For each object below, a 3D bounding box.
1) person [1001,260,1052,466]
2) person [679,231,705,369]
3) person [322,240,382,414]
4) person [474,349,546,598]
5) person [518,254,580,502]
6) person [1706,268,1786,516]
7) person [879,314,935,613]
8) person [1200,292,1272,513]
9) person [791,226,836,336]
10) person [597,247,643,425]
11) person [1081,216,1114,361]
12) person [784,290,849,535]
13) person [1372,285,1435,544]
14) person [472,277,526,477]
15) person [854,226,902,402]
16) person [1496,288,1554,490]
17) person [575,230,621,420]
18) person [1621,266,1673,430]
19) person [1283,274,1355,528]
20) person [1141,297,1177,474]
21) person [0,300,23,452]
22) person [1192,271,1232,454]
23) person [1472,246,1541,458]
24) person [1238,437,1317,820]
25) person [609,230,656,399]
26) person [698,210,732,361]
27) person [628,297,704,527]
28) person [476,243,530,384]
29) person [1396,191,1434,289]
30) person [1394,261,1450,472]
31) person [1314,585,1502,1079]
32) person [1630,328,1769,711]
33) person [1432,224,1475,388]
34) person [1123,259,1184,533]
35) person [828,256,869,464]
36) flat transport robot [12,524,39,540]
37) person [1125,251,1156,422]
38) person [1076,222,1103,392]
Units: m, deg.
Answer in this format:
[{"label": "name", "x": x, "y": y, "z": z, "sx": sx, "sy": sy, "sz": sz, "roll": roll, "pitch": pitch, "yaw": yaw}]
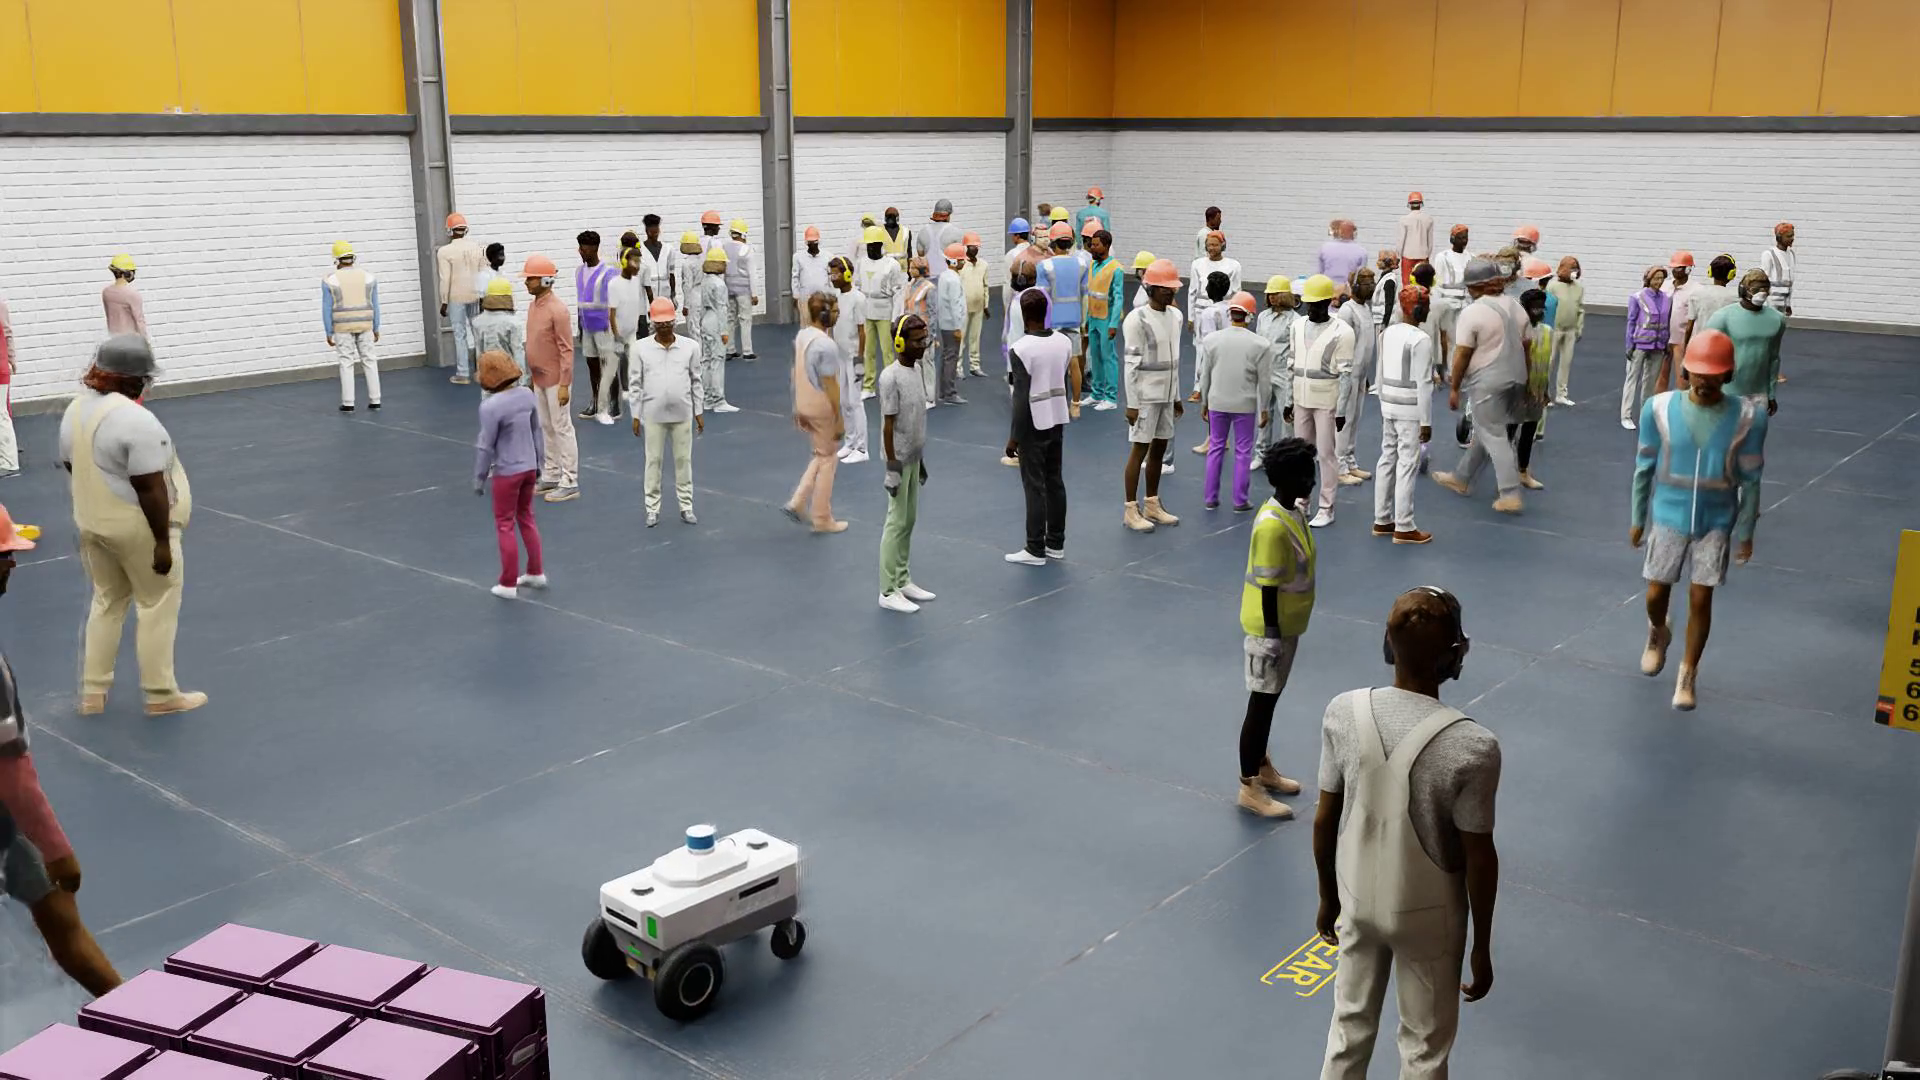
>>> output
[{"label": "person", "x": 0.584, "y": -1.581, "z": 14.917, "sx": 0.429, "sy": 1.837, "sz": 0.629, "roll": 7, "pitch": 16, "yaw": 27}, {"label": "person", "x": -3.275, "y": -2.900, "z": 20.365, "sx": 0.294, "sy": 1.744, "sz": 0.492, "roll": 4, "pitch": 15, "yaw": 15}, {"label": "person", "x": -6.445, "y": -2.254, "z": 17.629, "sx": 0.588, "sy": 1.827, "sz": 0.403, "roll": -10, "pitch": 17, "yaw": -35}, {"label": "person", "x": -2.905, "y": -0.427, "z": 10.723, "sx": 0.340, "sy": 1.627, "sz": 0.509, "roll": 6, "pitch": 15, "yaw": 21}, {"label": "person", "x": -3.343, "y": -1.312, "z": 13.506, "sx": 0.387, "sy": 1.996, "sz": 0.611, "roll": -11, "pitch": 18, "yaw": -37}, {"label": "person", "x": 6.066, "y": -1.133, "z": 12.911, "sx": 0.632, "sy": 1.940, "sz": 0.372, "roll": -2, "pitch": 14, "yaw": -10}, {"label": "person", "x": -0.339, "y": -0.490, "z": 10.480, "sx": 0.310, "sy": 1.868, "sz": 0.533, "roll": 5, "pitch": 15, "yaw": 19}, {"label": "person", "x": 2.172, "y": -1.082, "z": 13.110, "sx": 0.578, "sy": 1.738, "sz": 0.354, "roll": 6, "pitch": 15, "yaw": 23}, {"label": "person", "x": -1.865, "y": -3.126, "z": 21.246, "sx": 0.569, "sy": 1.749, "sz": 0.342, "roll": -1, "pitch": 14, "yaw": -5}, {"label": "person", "x": -3.352, "y": -2.040, "z": 16.800, "sx": 0.980, "sy": 1.807, "sz": 0.561, "roll": 9, "pitch": 17, "yaw": 31}, {"label": "person", "x": 1.633, "y": -3.035, "z": 20.576, "sx": 0.403, "sy": 1.906, "sz": 0.651, "roll": -6, "pitch": 15, "yaw": -23}, {"label": "person", "x": -1.026, "y": -0.934, "z": 12.339, "sx": 0.420, "sy": 1.827, "sz": 0.535, "roll": -9, "pitch": 16, "yaw": -31}, {"label": "person", "x": 3.259, "y": -0.914, "z": 12.146, "sx": 0.351, "sy": 1.882, "sz": 0.582, "roll": -5, "pitch": 15, "yaw": -19}, {"label": "person", "x": -3.956, "y": -1.395, "z": 14.379, "sx": 0.483, "sy": 1.734, "sz": 0.342, "roll": 5, "pitch": 15, "yaw": 19}, {"label": "person", "x": -0.922, "y": -2.483, "z": 18.326, "sx": 0.590, "sy": 1.927, "sz": 0.367, "roll": 7, "pitch": 16, "yaw": 27}, {"label": "person", "x": 4.705, "y": -1.240, "z": 13.826, "sx": 0.538, "sy": 1.696, "sz": 0.317, "roll": -8, "pitch": 16, "yaw": -28}, {"label": "person", "x": -3.756, "y": -2.217, "z": 17.198, "sx": 0.604, "sy": 1.960, "sz": 0.373, "roll": 11, "pitch": 18, "yaw": 38}, {"label": "person", "x": 6.899, "y": -1.929, "z": 16.694, "sx": 0.522, "sy": 1.639, "sz": 0.305, "roll": -4, "pitch": 15, "yaw": -17}, {"label": "person", "x": 2.702, "y": -1.055, "z": 12.645, "sx": 0.393, "sy": 1.918, "sz": 0.585, "roll": -11, "pitch": 18, "yaw": -37}, {"label": "person", "x": 1.744, "y": -1.392, "z": 14.562, "sx": 0.264, "sy": 1.632, "sz": 0.508, "roll": -3, "pitch": 14, "yaw": -10}, {"label": "person", "x": -9.003, "y": -1.654, "z": 15.357, "sx": 0.525, "sy": 1.760, "sz": 0.340, "roll": -13, "pitch": 19, "yaw": -43}, {"label": "person", "x": 2.371, "y": -1.639, "z": 15.422, "sx": 0.318, "sy": 1.697, "sz": 0.533, "roll": 10, "pitch": 17, "yaw": 34}, {"label": "person", "x": 4.959, "y": -1.715, "z": 15.234, "sx": 0.635, "sy": 1.938, "sz": 0.360, "roll": 6, "pitch": 15, "yaw": 21}, {"label": "person", "x": 1.407, "y": 0.376, "z": 7.367, "sx": 0.317, "sy": 1.696, "sz": 0.540, "roll": 5, "pitch": 15, "yaw": 18}, {"label": "person", "x": -3.635, "y": -2.492, "z": 18.480, "sx": 0.534, "sy": 1.868, "sz": 0.309, "roll": 2, "pitch": 14, "yaw": 6}, {"label": "person", "x": -3.210, "y": -3.277, "z": 21.481, "sx": 0.550, "sy": 1.933, "sz": 0.373, "roll": 12, "pitch": 19, "yaw": 41}, {"label": "person", "x": -2.222, "y": -0.973, "z": 12.642, "sx": 0.575, "sy": 1.749, "sz": 0.333, "roll": -4, "pitch": 15, "yaw": -17}, {"label": "person", "x": -5.352, "y": -2.622, "z": 19.418, "sx": 0.846, "sy": 1.653, "sz": 0.549, "roll": 2, "pitch": 14, "yaw": 7}, {"label": "person", "x": 7.083, "y": -4.436, "z": 26.002, "sx": 0.612, "sy": 1.990, "sz": 0.392, "roll": -3, "pitch": 14, "yaw": -12}, {"label": "person", "x": 4.068, "y": -1.531, "z": 14.720, "sx": 0.518, "sy": 1.841, "sz": 0.822, "roll": -1, "pitch": 14, "yaw": -3}, {"label": "person", "x": 1.198, "y": 1.020, "z": 4.495, "sx": 0.518, "sy": 1.843, "sz": 0.329, "roll": 12, "pitch": 19, "yaw": 41}, {"label": "person", "x": 3.821, "y": -0.109, "z": 8.663, "sx": 0.613, "sy": 2.023, "sz": 0.615, "roll": 7, "pitch": 15, "yaw": 25}, {"label": "person", "x": 5.748, "y": -2.721, "z": 19.366, "sx": 0.586, "sy": 1.882, "sz": 0.340, "roll": -7, "pitch": 16, "yaw": -27}, {"label": "person", "x": 1.484, "y": -1.082, "z": 12.493, "sx": 0.391, "sy": 2.040, "sz": 0.615, "roll": 13, "pitch": 19, "yaw": 43}, {"label": "person", "x": -1.016, "y": -1.628, "z": 15.063, "sx": 0.335, "sy": 1.855, "sz": 0.532, "roll": -9, "pitch": 17, "yaw": -33}, {"label": "flat transport robot", "x": -7.297, "y": 0.025, "z": 11.661, "sx": 0.652, "sy": 0.197, "sz": 1.431, "roll": 4, "pitch": 15, "yaw": 16}, {"label": "person", "x": 1.872, "y": -2.031, "z": 16.851, "sx": 0.306, "sy": 1.766, "sz": 0.533, "roll": -3, "pitch": 14, "yaw": -10}, {"label": "person", "x": 1.475, "y": -2.663, "z": 19.045, "sx": 0.373, "sy": 1.928, "sz": 0.543, "roll": 1, "pitch": 14, "yaw": 2}]
